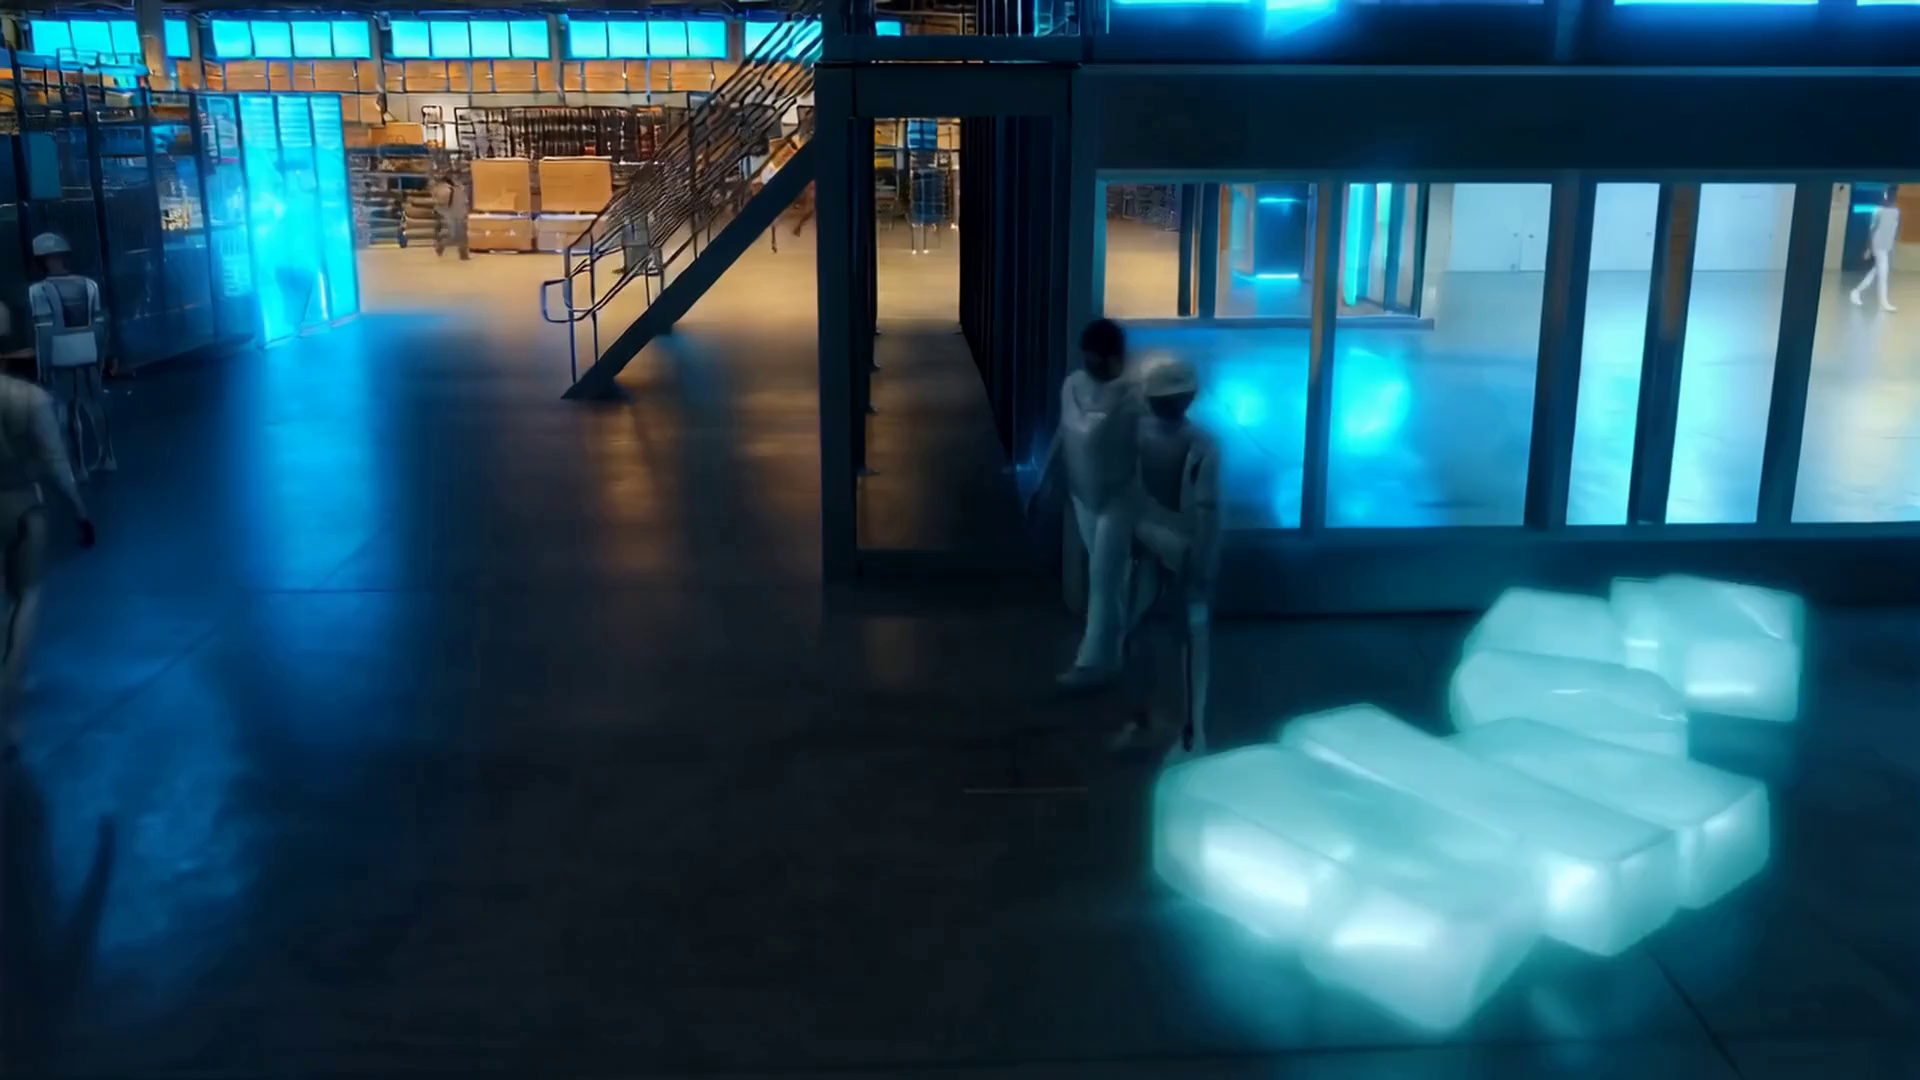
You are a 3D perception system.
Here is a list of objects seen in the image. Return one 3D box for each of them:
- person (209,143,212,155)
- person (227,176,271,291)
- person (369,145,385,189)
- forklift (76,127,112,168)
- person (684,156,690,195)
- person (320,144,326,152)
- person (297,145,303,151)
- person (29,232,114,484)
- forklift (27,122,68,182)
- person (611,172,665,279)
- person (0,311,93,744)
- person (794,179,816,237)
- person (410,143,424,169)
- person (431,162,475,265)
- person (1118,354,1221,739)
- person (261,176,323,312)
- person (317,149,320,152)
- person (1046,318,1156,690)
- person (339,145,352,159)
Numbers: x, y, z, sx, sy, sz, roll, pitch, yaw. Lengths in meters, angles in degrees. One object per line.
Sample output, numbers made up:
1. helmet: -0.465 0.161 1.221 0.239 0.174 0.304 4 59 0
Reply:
1. person: -41.588 -21.214 92.037 0.551 1.933 0.369 7 16 25
2. person: -11.827 -5.107 27.731 0.638 1.910 0.936 -1 14 -3
3. person: -23.667 -15.018 67.362 1.019 1.888 0.644 -1 14 -5
4. forklift: -37.863 -16.807 72.507 1.129 2.768 1.873 -1 14 -2
5. person: -8.494 -11.229 52.407 0.929 1.798 0.547 4 15 17
6. person: -31.803 -18.871 83.076 0.401 1.733 0.586 5 15 20
7. person: -34.322 -19.721 86.562 0.922 1.695 0.495 -1 14 -4
8. person: -6.887 -1.396 12.845 0.370 1.928 0.543 7 16 25
9. forklift: -35.376 -14.773 64.377 1.129 2.768 1.873 -1 14 -2
10. person: -5.783 -5.616 29.781 0.980 1.883 0.571 -4 14 -14
11. person: -4.320 -0.082 7.518 0.626 1.966 0.904 4 14 14
12. person: -3.661 -8.273 40.732 0.837 1.738 0.534 2 14 9
13. person: -26.123 -18.185 80.125 0.634 1.860 1.028 -12 18 -39
14. person: -10.037 -6.443 32.787 0.754 2.000 0.691 4 15 16
15. person: 0.979 0.011 7.570 0.485 1.748 0.543 -12 18 -40
16. person: -9.943 -4.319 24.417 1.026 1.986 0.616 -5 15 -20
17. person: -31.062 -18.238 80.321 0.388 1.848 0.564 3 14 10
18. person: 0.638 -0.177 8.217 0.832 1.809 0.642 -12 18 -40
19. person: -27.434 -16.758 74.433 0.589 1.834 0.403 2 14 7
